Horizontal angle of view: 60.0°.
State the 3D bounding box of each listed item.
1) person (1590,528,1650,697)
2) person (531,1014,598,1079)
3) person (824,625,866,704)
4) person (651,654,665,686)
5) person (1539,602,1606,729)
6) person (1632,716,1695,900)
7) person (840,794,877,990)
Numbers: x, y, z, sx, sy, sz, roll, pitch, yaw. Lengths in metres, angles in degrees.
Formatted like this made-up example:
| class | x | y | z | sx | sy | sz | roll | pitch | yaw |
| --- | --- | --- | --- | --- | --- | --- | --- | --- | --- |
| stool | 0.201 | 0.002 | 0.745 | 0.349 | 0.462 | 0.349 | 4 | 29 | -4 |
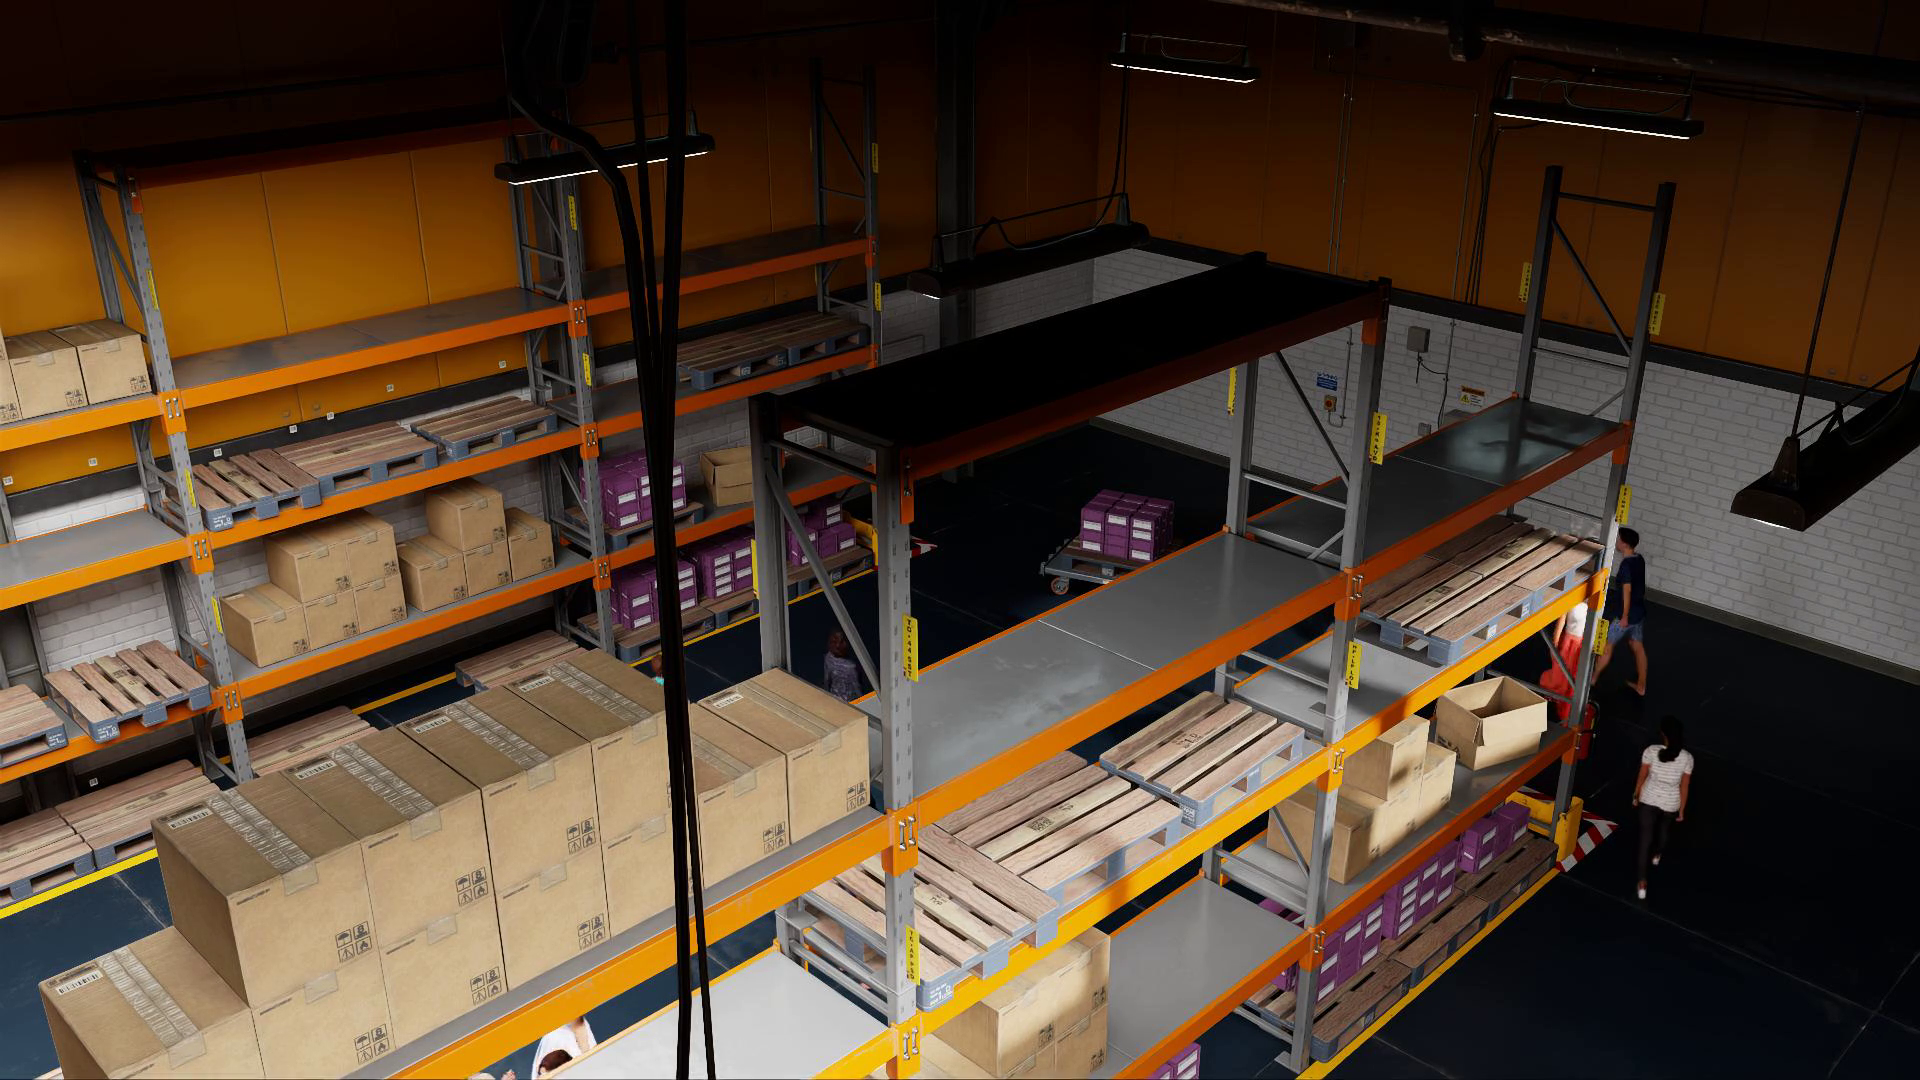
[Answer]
| class | x | y | z | sx | sy | sz | roll | pitch | yaw |
| --- | --- | --- | --- | --- | --- | --- | --- | --- | --- |
| person | 7.029 | 0.789 | 17.325 | 0.739 | 1.797 | 0.936 | 21 | 31 | 39 |
| person | -2.632 | 3.453 | 11.204 | 0.760 | 1.818 | 0.739 | -16 | 28 | -33 |
| person | -1.145 | 1.613 | 15.577 | 0.655 | 1.688 | 0.665 | -16 | 28 | -32 |
| person | -2.823 | 1.737 | 15.606 | 0.633 | 1.436 | 0.566 | -17 | 29 | -33 |
| person | 6.156 | 1.060 | 16.720 | 0.971 | 1.784 | 1.034 | 0 | 24 | 0 |
| person | 5.934 | 2.295 | 14.134 | 0.870 | 1.593 | 1.196 | 10 | 25 | 21 |
| person | -0.754 | 2.715 | 13.032 | 0.557 | 1.706 | 0.620 | -17 | 29 | -34 |
